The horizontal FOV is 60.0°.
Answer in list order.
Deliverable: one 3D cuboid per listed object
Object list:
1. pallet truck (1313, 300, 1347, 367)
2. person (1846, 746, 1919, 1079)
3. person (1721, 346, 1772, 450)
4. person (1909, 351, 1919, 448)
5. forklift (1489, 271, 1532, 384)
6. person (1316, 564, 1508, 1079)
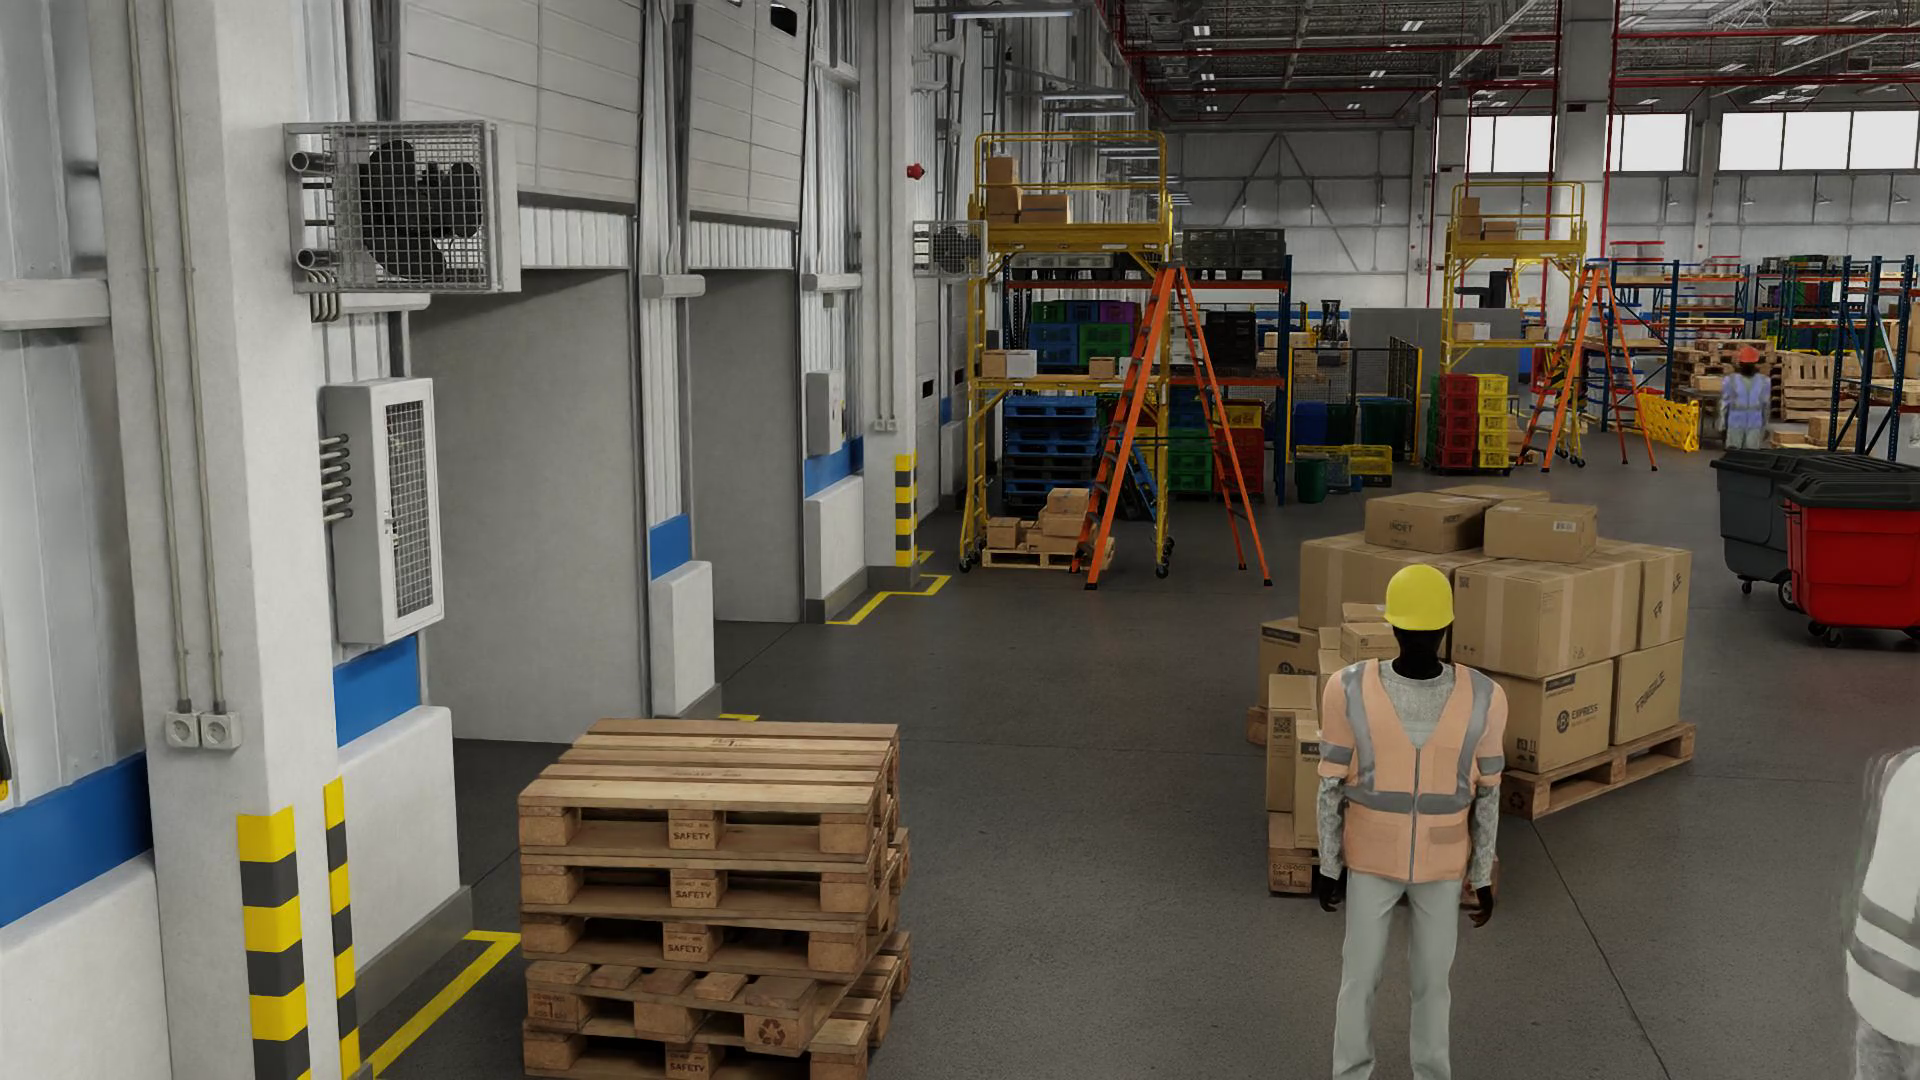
[{"bbox_3d":[11.159,-6.200,49.718,0.823,1.965,1.885,4,10,26],"label":"pallet truck"},{"bbox_3d":[2.506,1.219,4.275,0.388,1.900,0.709,0,9,2],"label":"person"},{"bbox_3d":[9.675,-1.416,20.455,0.557,1.919,0.600,3,10,16],"label":"person"},{"bbox_3d":[15.511,-2.340,26.731,0.321,1.736,0.488,5,10,27],"label":"person"},{"bbox_3d":[13.422,-5.322,41.591,1.873,2.768,1.129,1,9,9],"label":"forklift"},{"bbox_3d":[1.444,1.026,5.370,0.587,1.928,0.363,1,9,7],"label":"person"}]
